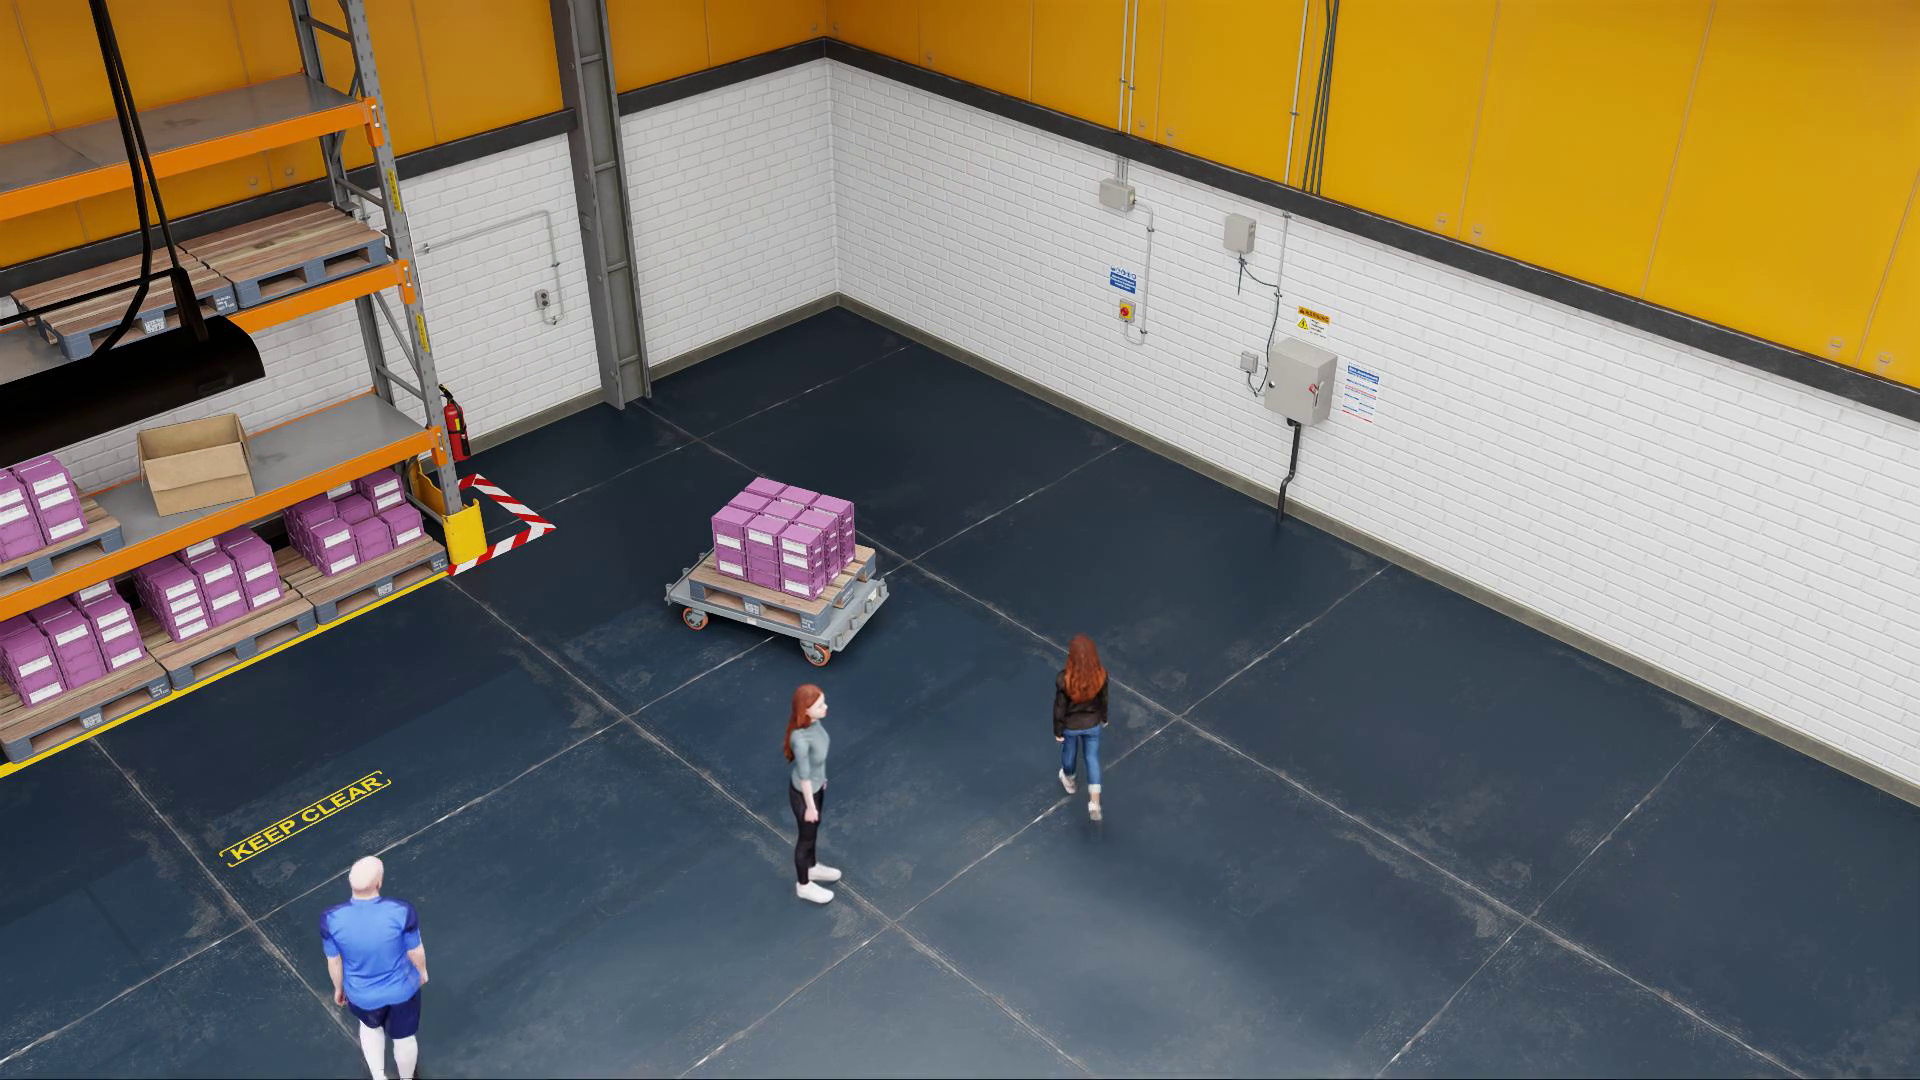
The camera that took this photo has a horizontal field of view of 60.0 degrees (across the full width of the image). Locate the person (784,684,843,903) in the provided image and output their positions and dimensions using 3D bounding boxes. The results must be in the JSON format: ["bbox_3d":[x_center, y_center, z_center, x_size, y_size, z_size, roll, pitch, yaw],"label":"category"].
[{"bbox_3d":[-0.979,1.625,10.806,0.711,1.741,0.640,3,34,4],"label":"person"}]

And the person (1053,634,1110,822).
[{"bbox_3d":[0.862,1.298,11.545,0.921,1.468,0.925,-6,34,-9],"label":"person"}]

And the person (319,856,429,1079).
[{"bbox_3d":[-3.245,2.561,9.327,0.800,1.819,0.892,-8,34,-12],"label":"person"}]
